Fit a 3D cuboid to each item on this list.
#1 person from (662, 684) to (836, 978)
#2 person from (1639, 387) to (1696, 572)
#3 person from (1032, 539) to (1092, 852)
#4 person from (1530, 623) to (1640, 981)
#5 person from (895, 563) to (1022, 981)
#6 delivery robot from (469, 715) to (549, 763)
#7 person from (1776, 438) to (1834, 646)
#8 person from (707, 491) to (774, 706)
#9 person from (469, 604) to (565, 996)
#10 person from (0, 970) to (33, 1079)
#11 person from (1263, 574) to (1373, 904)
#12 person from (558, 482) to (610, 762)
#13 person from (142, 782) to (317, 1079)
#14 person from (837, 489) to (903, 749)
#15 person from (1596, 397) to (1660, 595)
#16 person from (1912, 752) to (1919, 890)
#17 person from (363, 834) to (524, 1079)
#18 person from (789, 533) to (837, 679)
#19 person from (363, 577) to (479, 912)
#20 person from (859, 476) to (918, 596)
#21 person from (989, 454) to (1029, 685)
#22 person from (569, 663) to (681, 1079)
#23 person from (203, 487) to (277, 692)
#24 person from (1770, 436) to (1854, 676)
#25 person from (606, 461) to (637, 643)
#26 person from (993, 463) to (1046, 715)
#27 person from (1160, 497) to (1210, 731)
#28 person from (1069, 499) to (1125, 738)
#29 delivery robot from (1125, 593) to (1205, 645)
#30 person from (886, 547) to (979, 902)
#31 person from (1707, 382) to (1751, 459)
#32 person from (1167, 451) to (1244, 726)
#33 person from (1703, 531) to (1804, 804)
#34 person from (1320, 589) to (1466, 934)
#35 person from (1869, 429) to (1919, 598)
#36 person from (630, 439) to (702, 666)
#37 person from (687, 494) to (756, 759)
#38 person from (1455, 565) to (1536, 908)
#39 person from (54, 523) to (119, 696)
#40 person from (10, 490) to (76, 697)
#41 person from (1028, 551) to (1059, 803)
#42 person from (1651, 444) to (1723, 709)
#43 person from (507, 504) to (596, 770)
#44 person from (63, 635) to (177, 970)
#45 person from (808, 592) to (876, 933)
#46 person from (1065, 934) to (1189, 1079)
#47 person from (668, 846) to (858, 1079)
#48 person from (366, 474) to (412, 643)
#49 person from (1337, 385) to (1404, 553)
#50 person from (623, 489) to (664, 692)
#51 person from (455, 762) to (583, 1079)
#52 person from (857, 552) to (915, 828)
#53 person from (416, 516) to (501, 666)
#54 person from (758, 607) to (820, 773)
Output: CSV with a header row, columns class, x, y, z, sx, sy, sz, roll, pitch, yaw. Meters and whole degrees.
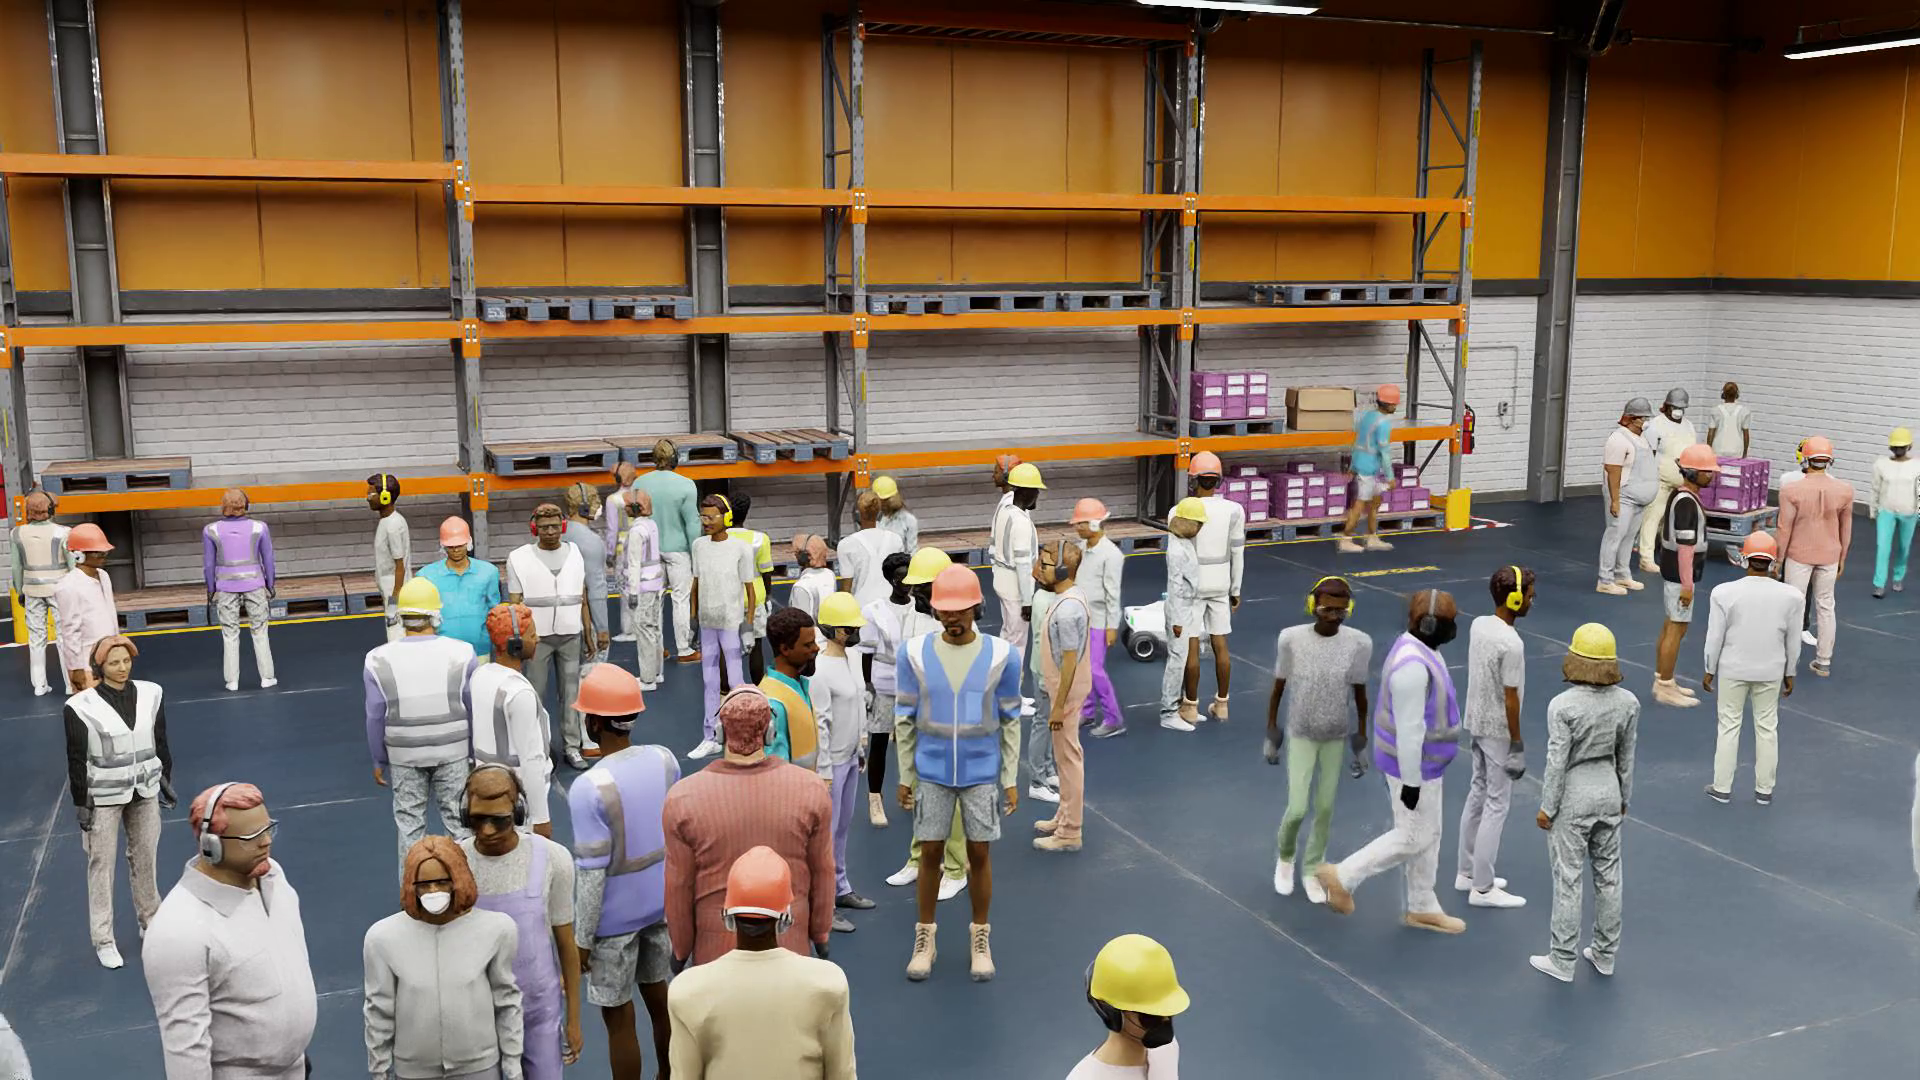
class,x,y,z,sx,sy,sz,roll,pitch,yaw
person,-0.791,1.480,6.277,0.641,1.908,0.407,-2,10,-14
person,7.810,-0.665,18.244,0.683,2.000,0.536,-4,11,-23
person,0.599,0.907,9.753,0.346,1.846,0.505,1,10,6
person,3.008,1.256,8.031,0.493,1.743,0.299,-3,10,-16
person,-0.008,1.115,7.982,0.609,2.044,0.396,1,10,4
delivery robot,-3.110,1.280,11.047,0.707,0.478,0.477,-6,11,-30
person,7.509,0.017,14.806,0.512,1.872,0.328,-1,10,-5
person,-1.683,0.472,12.686,0.535,1.697,0.318,0,10,-2
person,-2.078,1.225,7.811,0.350,1.882,0.583,-8,13,-38
person,-3.334,1.612,5.549,1.001,1.891,0.623,0,10,0
person,1.905,1.066,8.862,0.528,1.835,0.479,0,10,0
person,-2.596,0.559,11.490,0.368,1.939,0.632,-8,13,-39
person,-2.200,1.671,5.170,0.406,1.906,0.654,1,10,4
person,-0.643,0.558,11.764,0.506,1.846,0.345,-6,12,-31
person,6.892,-0.462,17.075,0.681,2.000,0.535,-10,14,-44
person,4.298,1.413,6.832,0.707,1.844,0.974,7,12,34
person,-1.687,1.754,5.479,0.502,1.633,0.280,-3,10,-17
person,-0.985,0.762,11.173,0.310,1.642,0.514,4,10,20
person,-2.776,1.098,8.688,0.586,1.833,0.403,-3,10,-16
person,-0.574,0.337,13.403,0.481,1.715,0.539,0,10,-1
person,0.394,0.237,13.504,0.356,1.883,0.574,1,10,7
person,-1.321,1.430,6.469,0.366,1.939,0.542,6,11,30
person,-5.739,0.398,13.276,0.523,1.638,0.310,-4,11,-20
person,7.021,0.139,13.741,0.608,1.996,0.382,0,10,3
person,-2.979,0.105,14.968,0.310,1.636,0.523,6,12,32
person,0.453,0.373,12.617,0.396,1.920,0.587,-2,10,-10
person,1.663,0.538,12.213,0.324,1.731,0.489,4,11,21
person,0.970,0.562,12.067,0.349,1.730,0.583,-4,11,-21
delivery robot,1.795,0.700,14.389,0.707,0.478,0.477,0,10,-2
person,-0.148,0.988,9.048,0.587,1.928,0.363,9,14,43
person,9.850,-1.110,21.373,0.508,1.847,0.345,3,10,17
person,1.795,0.357,12.349,0.615,2.041,0.385,-3,10,-17
person,5.022,0.809,10.576,0.573,1.750,0.329,2,10,10
person,2.262,1.133,8.522,0.659,1.823,0.653,4,10,20
person,9.548,-0.280,16.944,0.534,1.718,0.904,6,11,31
person,-2.470,0.107,14.091,0.629,1.940,0.373,3,10,18
person,-1.647,0.605,11.420,0.533,1.870,0.315,4,11,24
person,2.882,1.048,8.919,0.341,1.857,0.521,-1,10,-7
person,-5.655,0.755,10.885,0.340,1.752,0.564,-1,10,-3
person,-7.171,0.429,13.098,0.525,1.639,0.307,0,10,-3
person,0.590,0.850,10.688,0.270,1.632,0.508,3,10,17
person,5.619,0.270,12.854,0.391,2.040,0.615,3,10,18
person,-2.748,0.657,11.191,0.572,1.843,0.373,-6,11,-30
person,-4.146,1.271,8.242,0.309,1.641,0.513,6,12,32
person,-0.622,1.136,8.664,0.314,1.768,0.527,3,10,17
person,0.441,1.878,4.383,0.315,1.769,0.524,7,12,35
person,-0.586,1.774,5.014,0.560,1.753,0.328,-1,10,-5
person,-4.256,0.430,12.428,0.324,1.871,0.526,-4,11,-23
person,4.776,-0.807,19.233,0.802,1.977,0.639,-1,10,-4
person,-2.532,0.400,13.295,0.312,1.632,0.515,1,10,5
person,-1.543,1.628,5.635,0.510,1.836,0.357,-2,10,-11
person,-0.371,0.905,10.189,0.532,1.697,0.319,-5,11,-26
person,-3.351,0.705,11.174,0.572,1.750,0.330,-4,11,-23
person,-0.803,1.245,7.589,0.395,1.920,0.587,0,10,0
